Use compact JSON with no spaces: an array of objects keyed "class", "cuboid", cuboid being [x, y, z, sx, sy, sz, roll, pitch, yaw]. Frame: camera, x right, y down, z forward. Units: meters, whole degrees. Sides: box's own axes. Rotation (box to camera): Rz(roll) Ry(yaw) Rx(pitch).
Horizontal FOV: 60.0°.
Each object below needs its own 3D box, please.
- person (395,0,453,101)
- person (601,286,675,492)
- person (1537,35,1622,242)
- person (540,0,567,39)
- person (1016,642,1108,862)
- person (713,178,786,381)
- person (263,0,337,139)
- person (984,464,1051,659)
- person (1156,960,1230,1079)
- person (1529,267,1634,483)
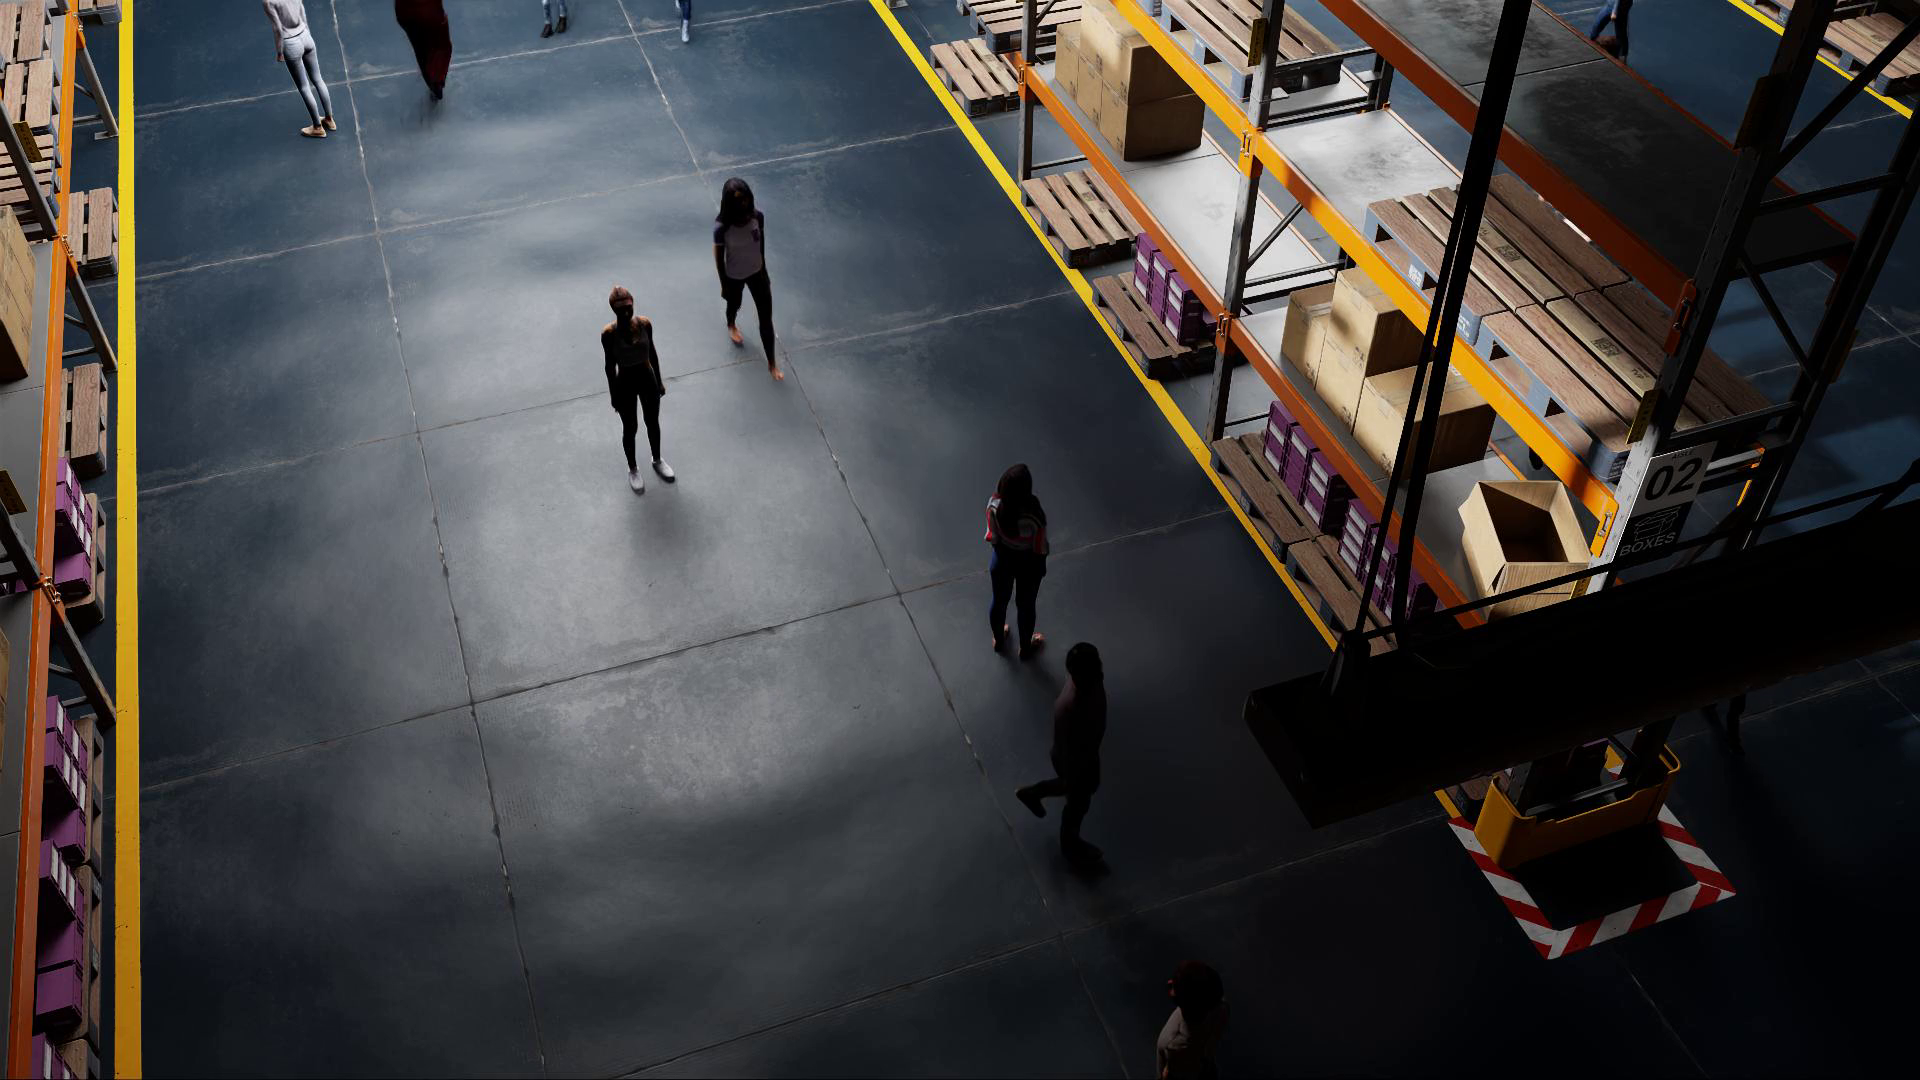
[{"class":"person","cuboid":[-5.305,-5.081,16.291,0.832,1.743,0.937,4,44,4]},{"class":"person","cuboid":[-2.372,-1.125,12.168,0.612,1.703,0.590,-23,48,-22]},{"class":"person","cuboid":[5.569,-3.467,14.532,0.746,1.832,1.081,-20,47,-20]},{"class":"person","cuboid":[-4.315,-5.966,17.629,0.679,1.179,0.761,10,45,10]},{"class":"person","cuboid":[0.600,1.212,9.678,0.982,1.755,0.925,28,50,27]},{"class":"person","cuboid":[-1.765,-2.162,13.290,0.756,1.657,1.170,-22,48,-21]},{"class":"person","cuboid":[-6.318,-4.699,15.852,0.719,1.796,0.661,19,47,18]},{"class":"person","cuboid":[0.365,0.135,10.910,0.656,1.614,0.714,17,46,17]},{"class":"person","cuboid":[1.093,2.636,8.083,0.753,1.892,0.699,19,47,19]},{"class":"person","cuboid":[4.559,-1.268,12.208,0.647,1.854,0.730,-8,44,-8]}]
